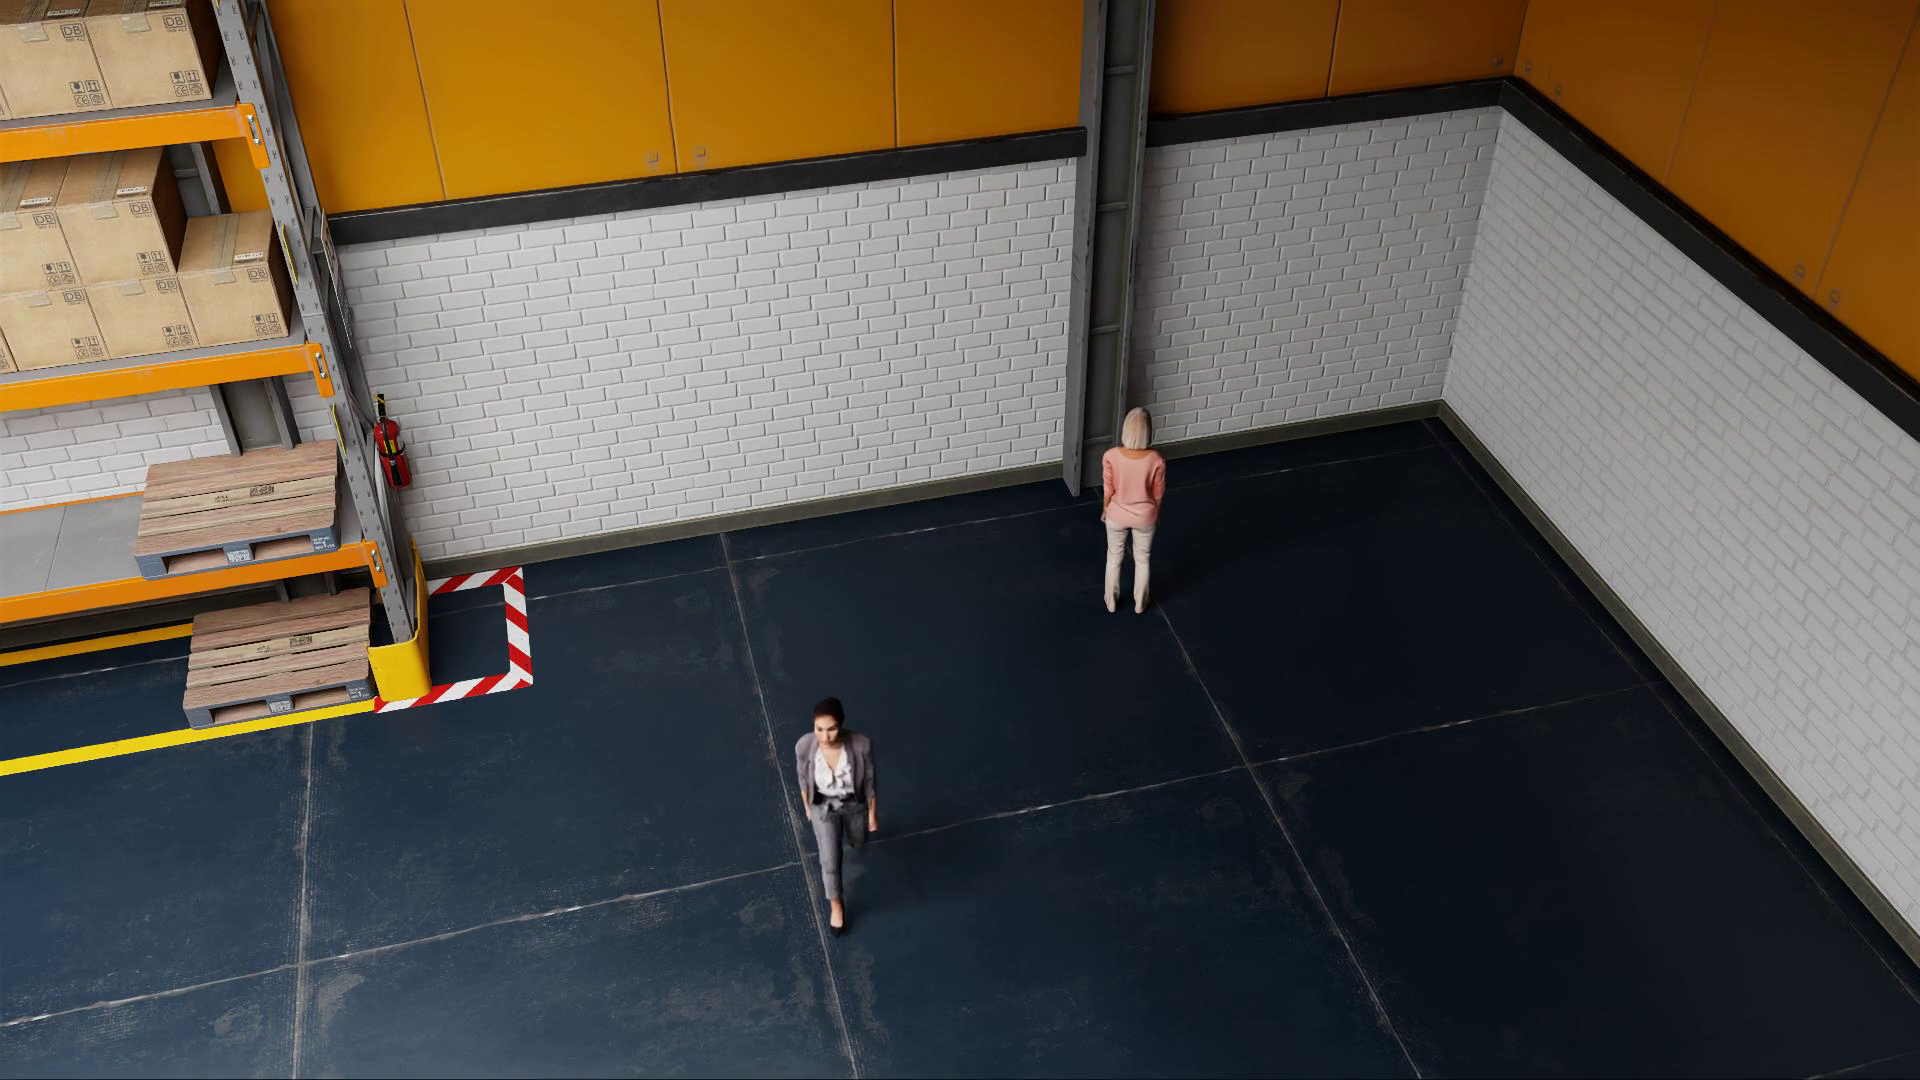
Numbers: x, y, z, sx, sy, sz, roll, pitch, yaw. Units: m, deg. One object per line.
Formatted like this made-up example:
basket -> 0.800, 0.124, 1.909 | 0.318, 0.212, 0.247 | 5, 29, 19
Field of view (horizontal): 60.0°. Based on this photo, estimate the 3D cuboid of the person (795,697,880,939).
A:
person -> -0.679, 1.500, 9.676 | 1.018, 1.651, 0.829 | -1, 39, -1

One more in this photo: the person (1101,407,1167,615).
person -> 1.211, -0.196, 11.740 | 0.588, 1.725, 0.731 | 4, 39, 6
